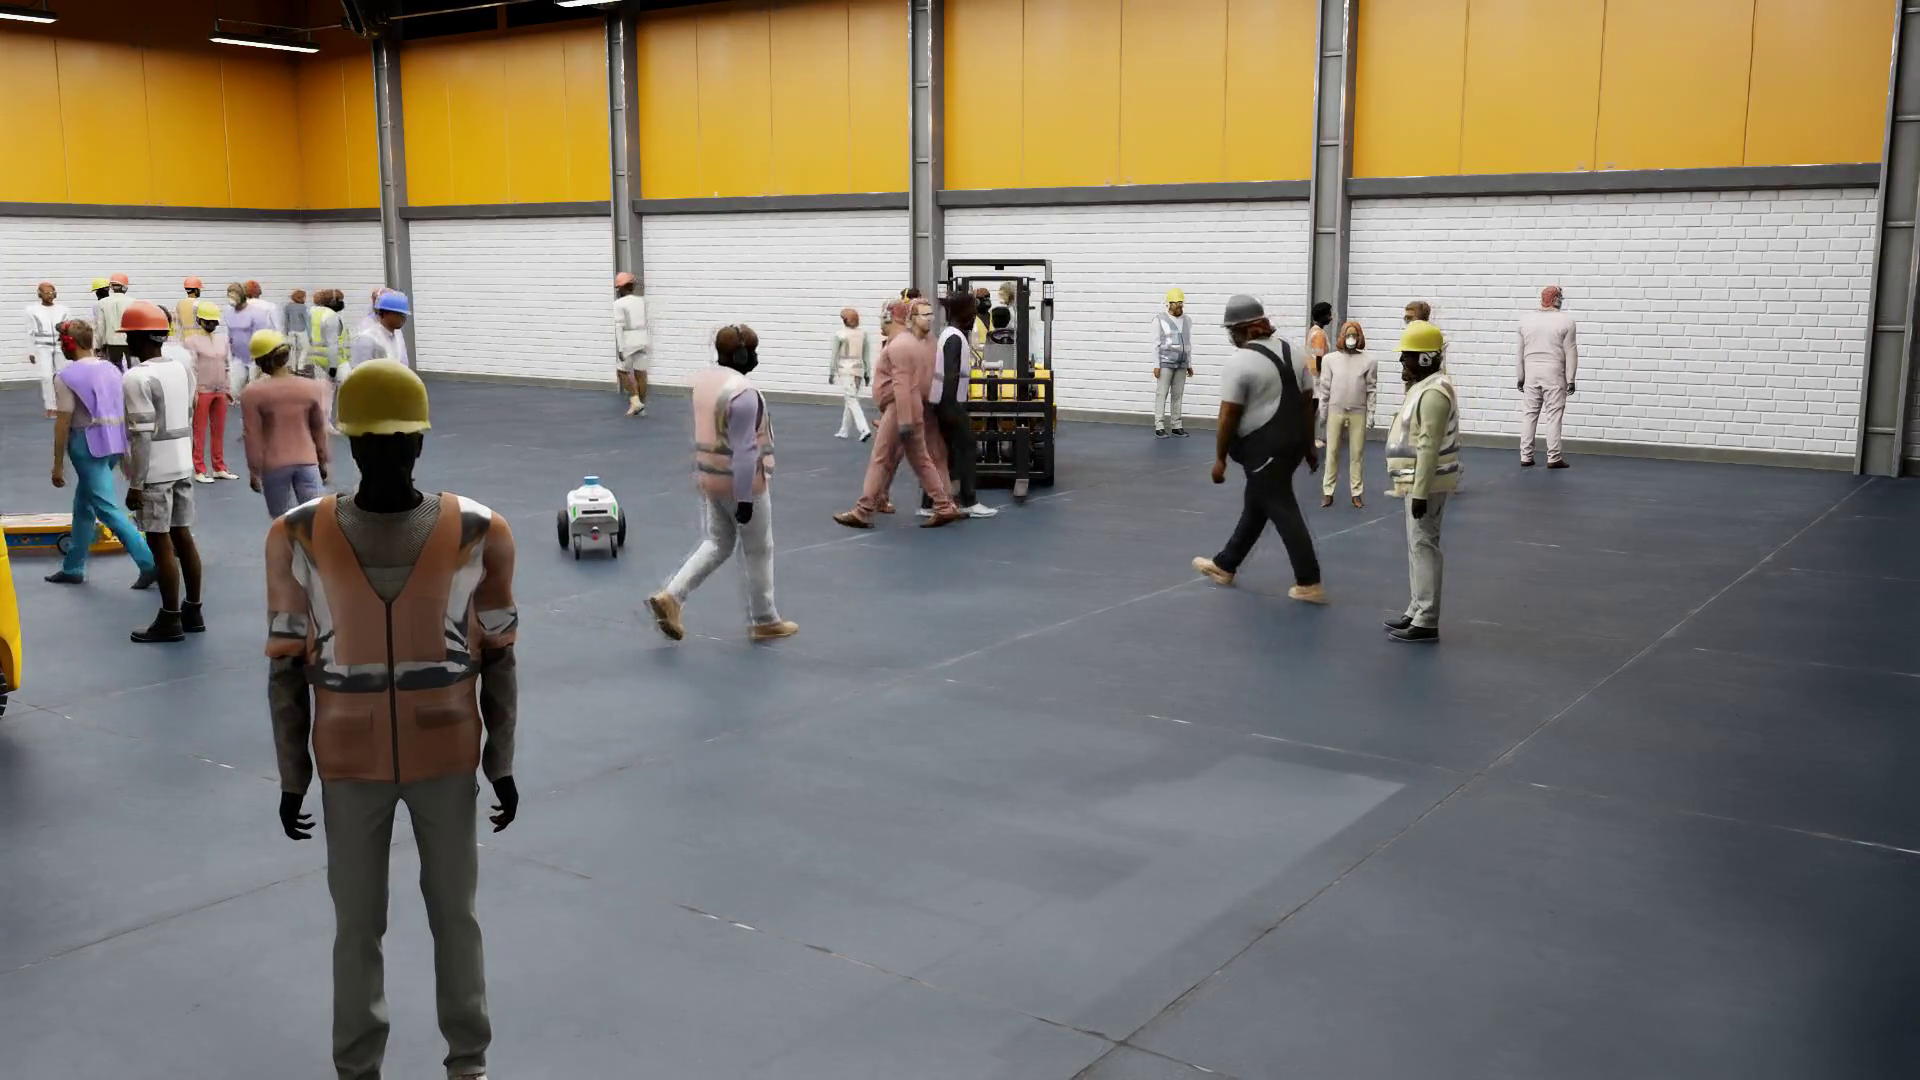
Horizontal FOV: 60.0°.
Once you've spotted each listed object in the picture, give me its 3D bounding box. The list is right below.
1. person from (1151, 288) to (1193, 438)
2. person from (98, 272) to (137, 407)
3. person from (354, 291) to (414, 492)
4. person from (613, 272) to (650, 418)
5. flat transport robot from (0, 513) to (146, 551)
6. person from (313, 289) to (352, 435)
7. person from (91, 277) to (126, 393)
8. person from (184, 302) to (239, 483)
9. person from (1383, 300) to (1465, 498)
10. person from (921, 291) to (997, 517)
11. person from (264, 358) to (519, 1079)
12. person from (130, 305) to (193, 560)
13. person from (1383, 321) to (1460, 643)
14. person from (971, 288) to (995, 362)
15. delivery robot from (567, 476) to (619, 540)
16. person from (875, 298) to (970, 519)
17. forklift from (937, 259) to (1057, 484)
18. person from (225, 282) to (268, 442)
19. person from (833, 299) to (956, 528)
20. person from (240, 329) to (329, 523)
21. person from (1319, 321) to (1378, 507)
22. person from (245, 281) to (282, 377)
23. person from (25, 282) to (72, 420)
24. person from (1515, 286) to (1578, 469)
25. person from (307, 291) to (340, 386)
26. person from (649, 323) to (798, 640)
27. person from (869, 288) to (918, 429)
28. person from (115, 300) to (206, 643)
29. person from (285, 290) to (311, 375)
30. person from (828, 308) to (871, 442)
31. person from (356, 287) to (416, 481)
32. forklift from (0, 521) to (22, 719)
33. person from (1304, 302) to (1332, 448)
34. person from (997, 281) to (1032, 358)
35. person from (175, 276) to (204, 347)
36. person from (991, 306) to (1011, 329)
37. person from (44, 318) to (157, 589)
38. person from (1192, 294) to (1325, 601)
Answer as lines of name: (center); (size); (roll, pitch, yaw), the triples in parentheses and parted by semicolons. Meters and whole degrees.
person: (2.614, -2.164, 20.367); (0.589, 1.834, 0.403); (-5, 11, -29)
person: (-12.115, -2.869, 24.086); (0.622, 1.992, 0.397); (-1, 10, -5)
person: (-4.806, -1.105, 13.875); (0.579, 1.905, 0.638); (1, 10, 5)
person: (-4.525, -2.671, 22.881); (0.505, 2.011, 0.616); (8, 13, 41)
flat transport robot: (-6.908, -0.057, 12.461); (1.431, 0.197, 0.652); (-1, 10, -9)
person: (-7.663, -2.194, 20.617); (0.724, 1.818, 0.628); (-7, 12, -38)
person: (-12.547, -2.903, 24.502); (0.370, 1.924, 0.586); (1, 10, 8)
person: (-7.323, -1.440, 16.284); (0.337, 1.760, 0.526); (4, 10, 23)
person: (4.307, -1.287, 15.210); (0.806, 1.821, 0.535); (-2, 10, -13)
person: (0.015, -1.127, 13.987); (0.777, 1.895, 0.645); (0, 10, -3)
person: (-1.372, 0.524, 4.077); (0.587, 1.927, 0.363); (-3, 10, -16)
person: (-5.742, -0.764, 11.980); (0.417, 1.847, 0.532); (5, 11, 26)
person: (2.621, -0.329, 9.465); (0.403, 1.825, 0.593); (2, 10, 11)
person: (0.247, -2.067, 19.764); (0.628, 1.845, 0.429); (-7, 12, -37)
delivery robot: (-2.735, -0.229, 12.367); (0.477, 0.478, 0.707); (-3, 10, -15)
person: (-0.386, -1.112, 14.052); (1.000, 1.864, 0.652); (9, 13, 42)
forklift: (0.370, -1.738, 16.759); (1.214, 2.155, 2.313); (1, 10, 3)
person: (-8.397, -2.080, 19.649); (0.637, 1.913, 0.504); (4, 10, 22)
person: (-0.497, -1.006, 13.436); (0.990, 1.854, 0.663); (1, 10, 7)
person: (-4.213, -0.458, 10.501); (0.528, 1.738, 0.590); (-9, 13, -42)
person: (3.404, -1.100, 14.618); (0.500, 1.636, 0.282); (2, 10, 11)
person: (-10.399, -2.913, 24.732); (0.619, 1.862, 0.615); (-3, 10, -16)
person: (-12.384, -2.580, 22.740); (0.584, 1.858, 0.721); (-9, 13, -42)
person: (6.145, -1.701, 17.407); (0.652, 1.902, 0.402); (9, 13, 42)
person: (-10.977, -3.458, 28.647); (0.515, 1.641, 0.314); (1, 10, 3)
person: (-1.324, -0.306, 9.346); (0.794, 1.821, 0.631); (-7, 12, -35)
person: (-0.633, -2.210, 20.706); (0.995, 1.809, 0.511); (4, 11, 25)
person: (-4.569, -0.385, 9.466); (0.358, 1.937, 0.549); (1, 10, 6)
person: (-12.512, -3.910, 31.446); (0.581, 1.607, 0.349); (3, 10, 17)
person: (-1.288, -1.985, 19.987); (0.518, 1.608, 0.822); (-9, 13, -42)
person: (-5.524, -1.474, 16.063); (0.403, 1.908, 0.658); (1, 10, 6)
forklift: (-5.296, -0.090, 6.943); (1.214, 2.155, 2.313); (7, 12, 35)
person: (4.143, -1.913, 19.317); (0.320, 1.690, 0.535); (1, 10, 7)
person: (0.690, -2.216, 20.453); (0.488, 1.909, 0.646); (-1, 10, -6)
person: (-11.243, -2.910, 24.500); (0.544, 1.939, 0.354); (3, 10, 18)
person: (0.528, -1.799, 18.693); (0.791, 1.667, 0.536); (7, 12, 35)
person: (-5.688, -0.562, 10.972); (0.975, 1.797, 0.570); (1, 10, 7)
person: (1.951, -0.644, 10.699); (1.102, 2.000, 0.690); (9, 13, 43)
